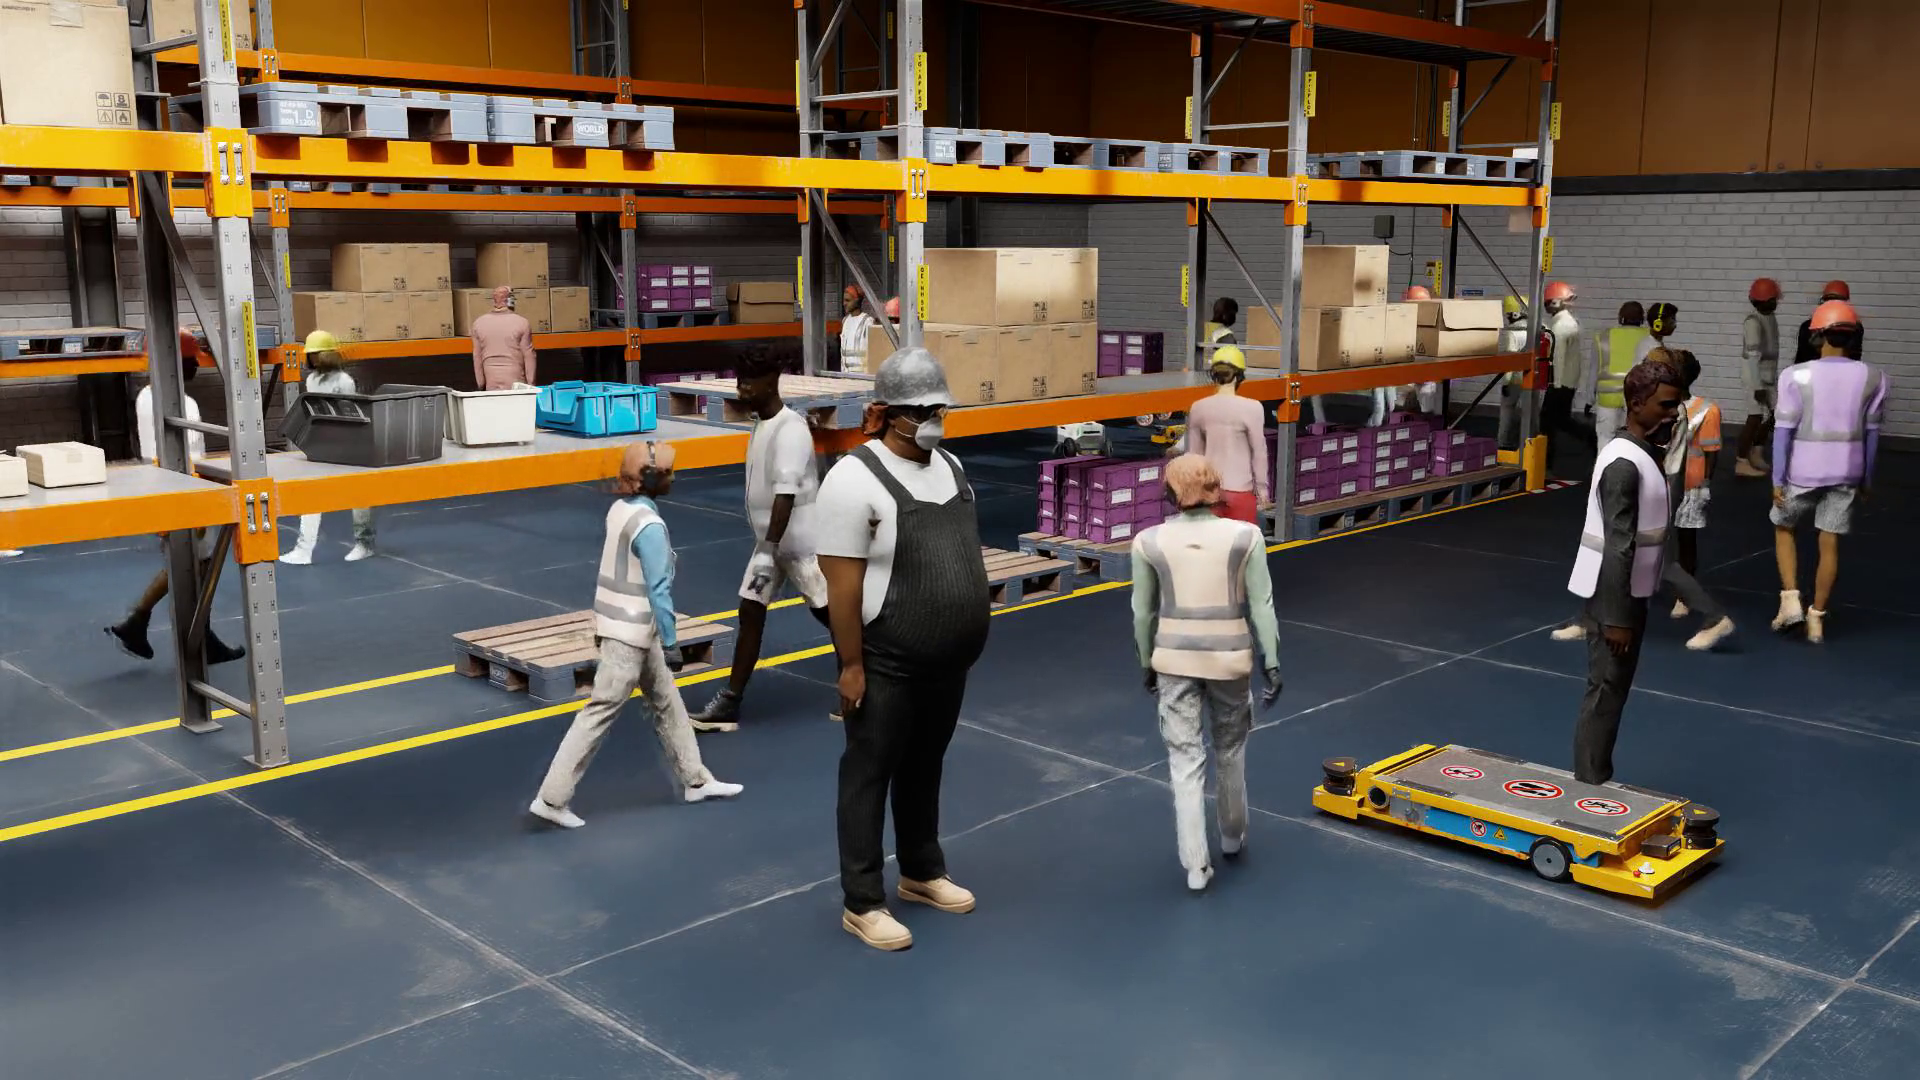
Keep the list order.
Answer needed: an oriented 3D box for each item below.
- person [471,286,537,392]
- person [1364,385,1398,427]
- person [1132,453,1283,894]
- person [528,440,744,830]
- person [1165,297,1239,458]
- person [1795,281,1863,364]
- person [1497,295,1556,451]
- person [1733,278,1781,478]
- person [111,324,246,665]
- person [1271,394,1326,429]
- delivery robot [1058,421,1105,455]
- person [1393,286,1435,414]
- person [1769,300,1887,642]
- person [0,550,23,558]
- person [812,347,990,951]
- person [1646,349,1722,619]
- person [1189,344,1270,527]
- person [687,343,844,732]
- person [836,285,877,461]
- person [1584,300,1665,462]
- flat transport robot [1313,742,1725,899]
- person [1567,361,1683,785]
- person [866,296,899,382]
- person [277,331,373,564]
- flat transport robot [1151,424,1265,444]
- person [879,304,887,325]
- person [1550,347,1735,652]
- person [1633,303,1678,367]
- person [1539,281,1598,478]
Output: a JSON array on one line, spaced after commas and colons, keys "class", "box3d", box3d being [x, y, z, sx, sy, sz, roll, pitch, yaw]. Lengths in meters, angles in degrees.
[{"class": "person", "box3d": [-4.540, -1.594, 16.709, 0.648, 1.904, 0.401, 2, 11, 11]}, {"class": "person", "box3d": [4.668, -1.789, 18.554, 0.516, 1.613, 0.429, -8, 13, -39]}, {"class": "person", "box3d": [0.928, 0.470, 6.262, 0.567, 1.601, 0.728, 2, 11, 9]}, {"class": "person", "box3d": [-1.370, 0.389, 6.792, 0.907, 1.594, 0.532, -4, 11, -21]}, {"class": "person", "box3d": [2.412, -1.459, 16.250, 0.644, 1.819, 0.642, -3, 11, -14]}, {"class": "person", "box3d": [8.390, -1.500, 16.023, 0.829, 1.959, 0.648, -9, 13, -39]}, {"class": "person", "box3d": [6.125, -1.768, 18.045, 0.616, 1.775, 0.883, -6, 12, -28]}, {"class": "person", "box3d": [7.937, -1.592, 16.479, 0.720, 1.990, 0.429, -9, 14, -41]}, {"class": "person", "box3d": [-4.343, -0.224, 9.182, 0.557, 1.927, 0.580, 9, 13, 39]}, {"class": "person", "box3d": [4.243, -2.315, 20.693, 0.612, 1.876, 0.954, -9, 14, -42]}, {"class": "delivery robot", "box3d": [1.295, -1.162, 17.778, 0.477, 0.478, 0.707, -3, 11, -14]}, {"class": "person", "box3d": [4.621, -1.664, 17.142, 1.007, 1.881, 0.557, 0, 10, 1]}, {"class": "person", "box3d": [5.102, -0.400, 9.851, 0.614, 2.027, 0.421, 2, 11, 11]}, {"class": "person", "box3d": [-7.507, -0.716, 12.066, 0.994, 1.865, 0.641, -5, 12, -26]}, {"class": "person", "box3d": [-0.149, 0.354, 5.716, 0.536, 2.000, 0.684, 8, 13, 37]}, {"class": "person", "box3d": [4.502, -0.352, 10.501, 0.321, 1.696, 0.537, -10, 14, -42]}, {"class": "person", "box3d": [1.596, -0.316, 10.159, 0.539, 1.742, 0.530, 10, 14, 43]}, {"class": "person", "box3d": [-0.841, -0.004, 8.093, 1.046, 1.906, 0.626, -6, 12, -28]}, {"class": "person", "box3d": [-1.081, -1.738, 17.545, 0.337, 1.882, 0.585, -7, 13, -35]}, {"class": "person", "box3d": [5.982, -1.235, 14.978, 0.661, 1.821, 0.439, 5, 11, 25]}, {"class": "flat transport robot", "box3d": [2.201, 1.069, 6.644, 0.652, 0.197, 1.431, -10, 14, -44]}, {"class": "person", "box3d": [2.652, 0.240, 6.678, 0.389, 1.916, 0.590, 5, 12, 27]}, {"class": "person", "box3d": [-0.545, -1.007, 13.468, 0.556, 1.924, 0.562, 9, 14, 39]}, {"class": "person", "box3d": [-4.637, -0.657, 12.111, 0.507, 1.705, 0.834, 5, 12, 26]}, {"class": "flat transport robot", "box3d": [2.933, -1.176, 18.884, 0.652, 0.197, 1.431, -10, 15, -44]}, {"class": "person", "box3d": [-0.802, -2.055, 20.103, 0.878, 1.584, 0.486, -10, 14, -42]}, {"class": "person", "box3d": [4.021, -0.237, 9.650, 0.929, 1.780, 0.496, 1, 10, 4]}, {"class": "person", "box3d": [5.873, -1.077, 14.052, 0.438, 1.845, 0.560, 2, 11, 11]}, {"class": "person", "box3d": [6.037, -1.571, 16.419, 0.778, 1.969, 0.628, 6, 12, 28]}]
